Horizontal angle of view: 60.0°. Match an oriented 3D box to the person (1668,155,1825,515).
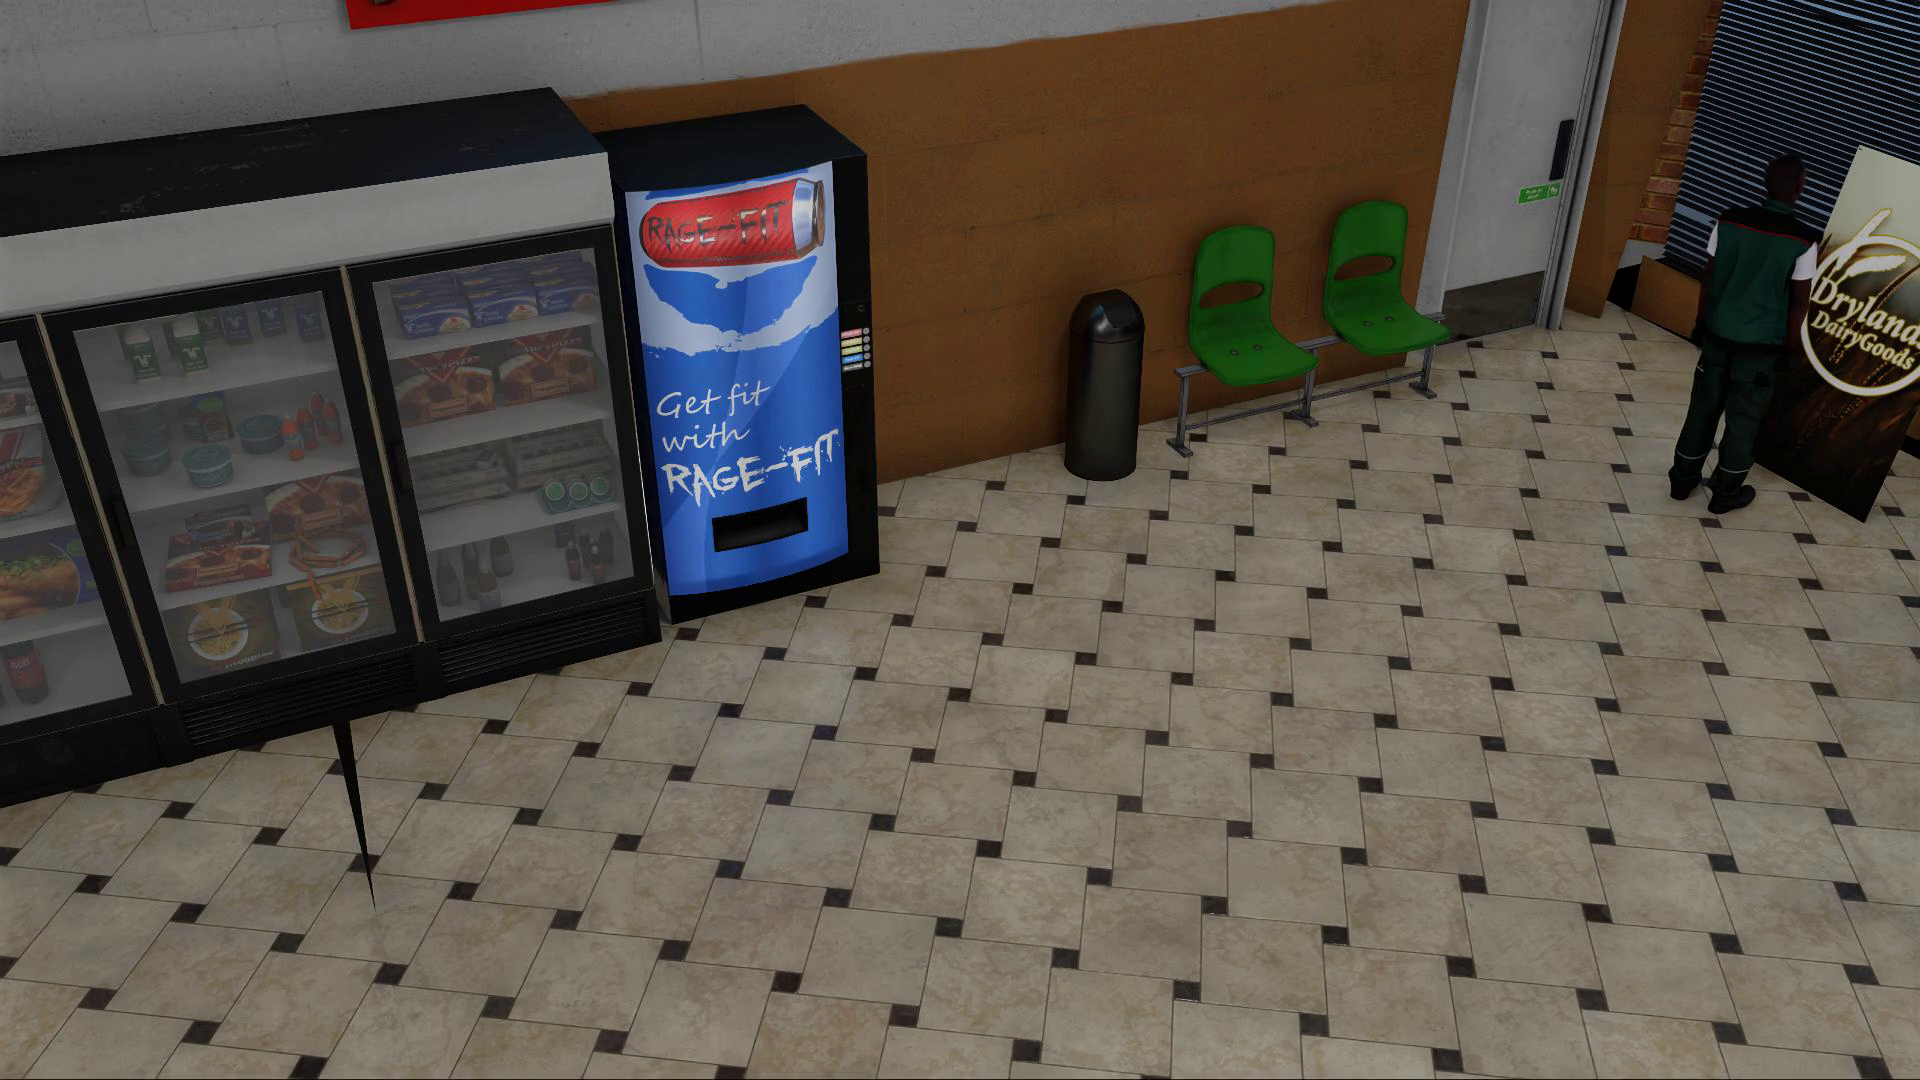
[{"bbox_3d":[3.853,-0.997,8.169,0.813,1.838,0.656,-26,40,-35],"label":"person"}]
